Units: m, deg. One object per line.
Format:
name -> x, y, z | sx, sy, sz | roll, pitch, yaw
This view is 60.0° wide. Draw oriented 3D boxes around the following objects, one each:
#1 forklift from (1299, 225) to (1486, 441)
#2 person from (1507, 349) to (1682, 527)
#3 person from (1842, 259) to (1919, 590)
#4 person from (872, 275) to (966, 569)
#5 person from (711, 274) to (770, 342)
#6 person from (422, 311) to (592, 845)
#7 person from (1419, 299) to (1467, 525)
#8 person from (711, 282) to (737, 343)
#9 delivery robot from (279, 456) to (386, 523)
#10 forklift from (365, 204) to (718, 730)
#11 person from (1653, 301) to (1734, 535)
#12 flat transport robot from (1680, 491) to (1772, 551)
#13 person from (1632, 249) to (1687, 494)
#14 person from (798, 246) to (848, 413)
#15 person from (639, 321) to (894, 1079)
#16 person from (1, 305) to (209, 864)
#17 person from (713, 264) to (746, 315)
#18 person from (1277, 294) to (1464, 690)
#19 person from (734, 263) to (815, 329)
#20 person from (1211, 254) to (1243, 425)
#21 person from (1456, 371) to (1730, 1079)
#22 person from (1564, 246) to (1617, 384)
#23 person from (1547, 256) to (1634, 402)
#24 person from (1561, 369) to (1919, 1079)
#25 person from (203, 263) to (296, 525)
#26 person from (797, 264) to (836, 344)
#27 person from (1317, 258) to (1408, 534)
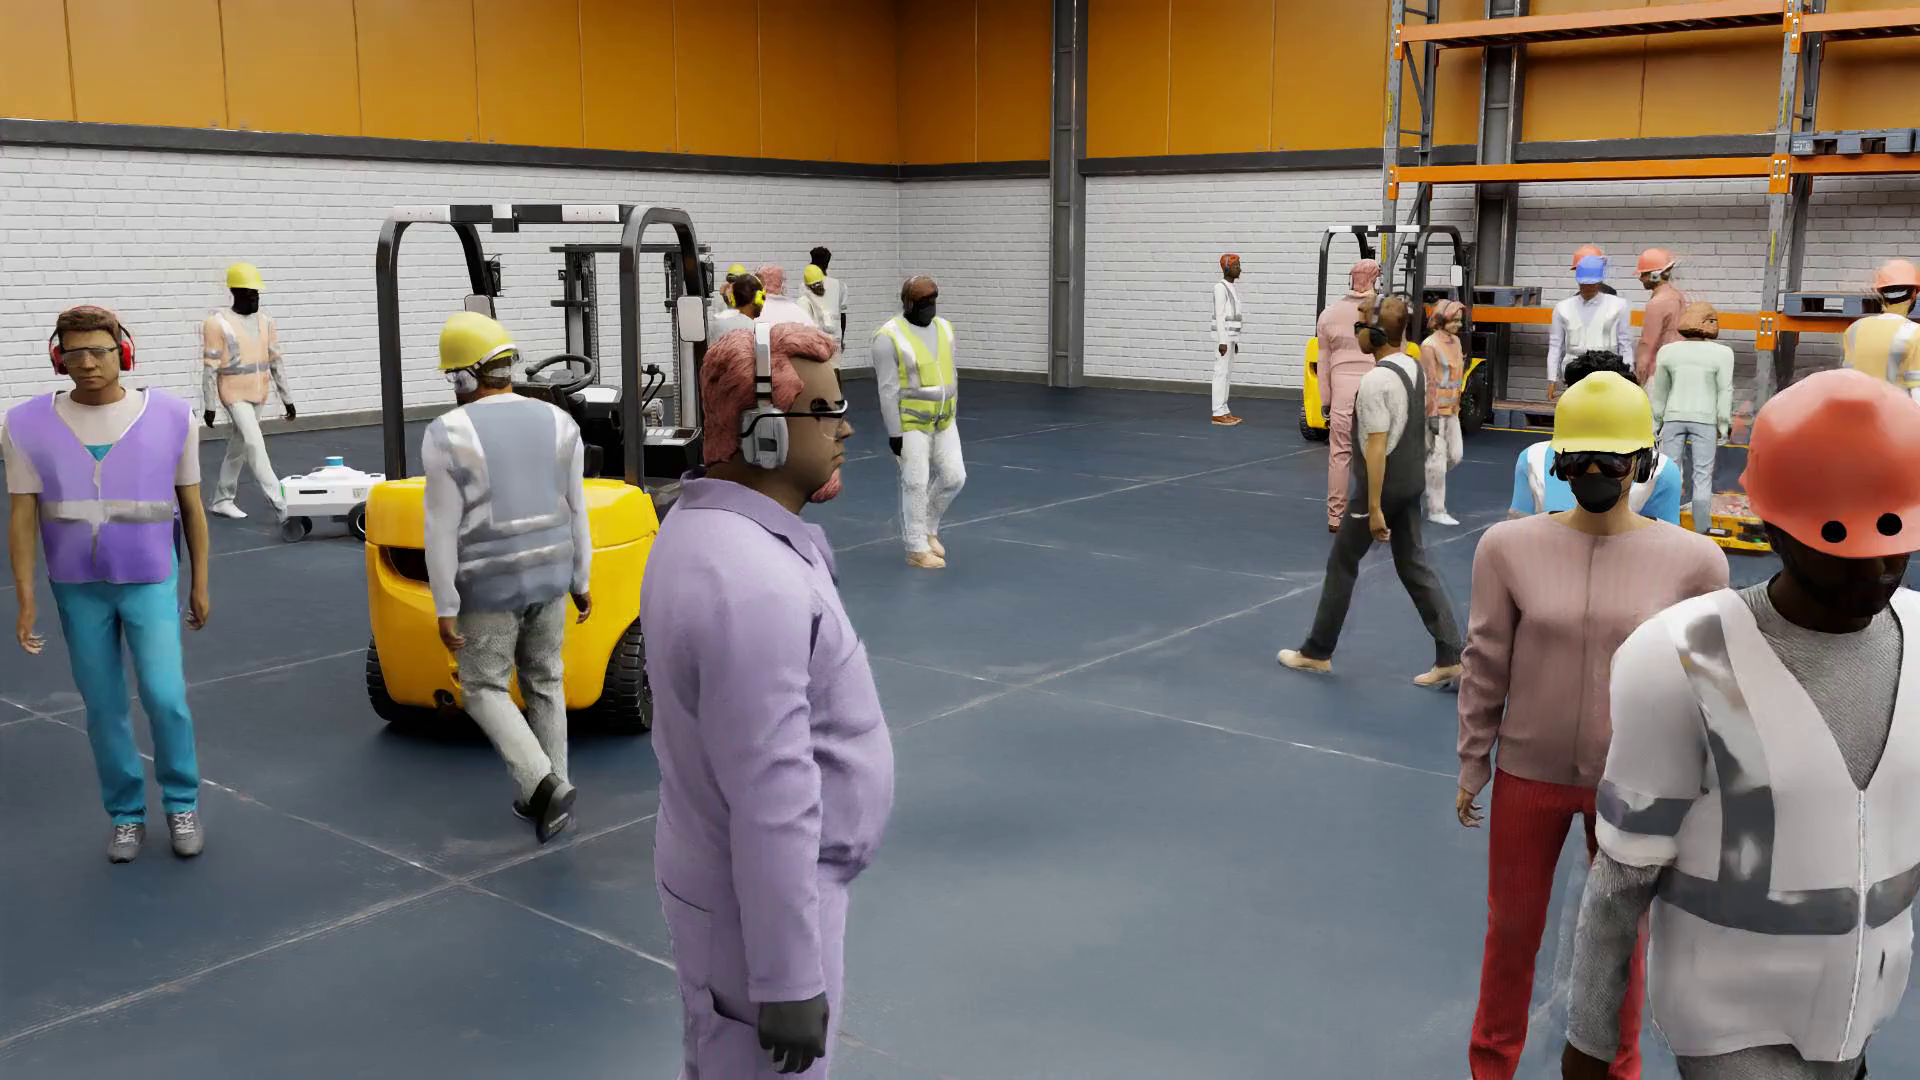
forklift -> 4.449, -2.115, 16.993 | 1.214, 2.155, 2.313 | 8, 13, 38
person -> 1.979, 0.247, 5.282 | 0.531, 1.697, 0.320 | 6, 12, 31
person -> 5.312, -0.635, 9.544 | 0.424, 1.922, 0.617 | -3, 11, -17
person -> -0.245, -0.714, 10.262 | 0.641, 1.824, 0.431 | -9, 14, -41
person -> -1.424, -0.796, 10.728 | 0.538, 1.821, 0.601 | 8, 13, 37
person -> -1.457, 0.151, 5.521 | 0.614, 1.806, 0.596 | -10, 14, -43
person -> 3.397, -0.917, 11.943 | 0.475, 1.621, 0.542 | 9, 14, 42
person -> -2.171, -1.661, 16.023 | 0.534, 1.626, 0.365 | -9, 14, -41
delivery robot -> -4.261, -0.327, 11.372 | 0.707, 0.478, 0.477 | -2, 10, -10
forklift -> -1.766, -0.406, 7.525 | 1.214, 2.155, 2.313 | 1, 10, 7
person -> 4.845, -0.758, 11.027 | 0.501, 1.631, 0.286 | 9, 13, 40
flat transport robot -> 5.356, -0.143, 11.397 | 0.652, 0.197, 1.431 | 8, 13, 38
person -> 5.549, -1.348, 13.384 | 0.739, 1.956, 0.633 | 8, 13, 39
person -> -1.497, -2.196, 18.075 | 0.607, 1.966, 0.367 | -8, 13, -38
person -> -0.305, 0.598, 2.758 | 0.399, 1.907, 0.644 | -3, 11, -15
person -> -2.735, 0.164, 5.376 | 0.561, 1.827, 0.500 | -3, 11, -18
person -> -2.506, -2.218, 18.748 | 0.533, 1.767, 0.322 | 2, 10, 11
person -> 1.954, -0.216, 7.582 | 0.510, 1.804, 0.945 | -10, 14, -44
person -> -1.272, -0.933, 11.326 | 0.684, 1.887, 0.462 | -7, 12, -34
person -> 2.964, -2.218, 18.430 | 0.356, 1.883, 0.573 | 4, 11, 21
person -> 1.340, 0.519, 3.585 | 0.533, 1.767, 0.327 | 4, 11, 22
person -> 5.426, -1.545, 14.412 | 0.611, 1.985, 0.393 | -9, 14, -42
person -> 4.940, -1.269, 13.090 | 0.628, 1.912, 0.480 | 8, 13, 38
person -> 1.229, 0.682, 2.419 | 0.639, 1.868, 0.966 | -2, 11, -13
person -> -5.095, -1.045, 11.968 | 1.038, 1.864, 0.605 | 4, 11, 21
person -> -1.534, -2.083, 17.988 | 0.406, 1.780, 0.676 | 3, 11, 16
person -> 2.790, -0.982, 11.509 | 0.640, 1.910, 0.409 | 6, 12, 30
